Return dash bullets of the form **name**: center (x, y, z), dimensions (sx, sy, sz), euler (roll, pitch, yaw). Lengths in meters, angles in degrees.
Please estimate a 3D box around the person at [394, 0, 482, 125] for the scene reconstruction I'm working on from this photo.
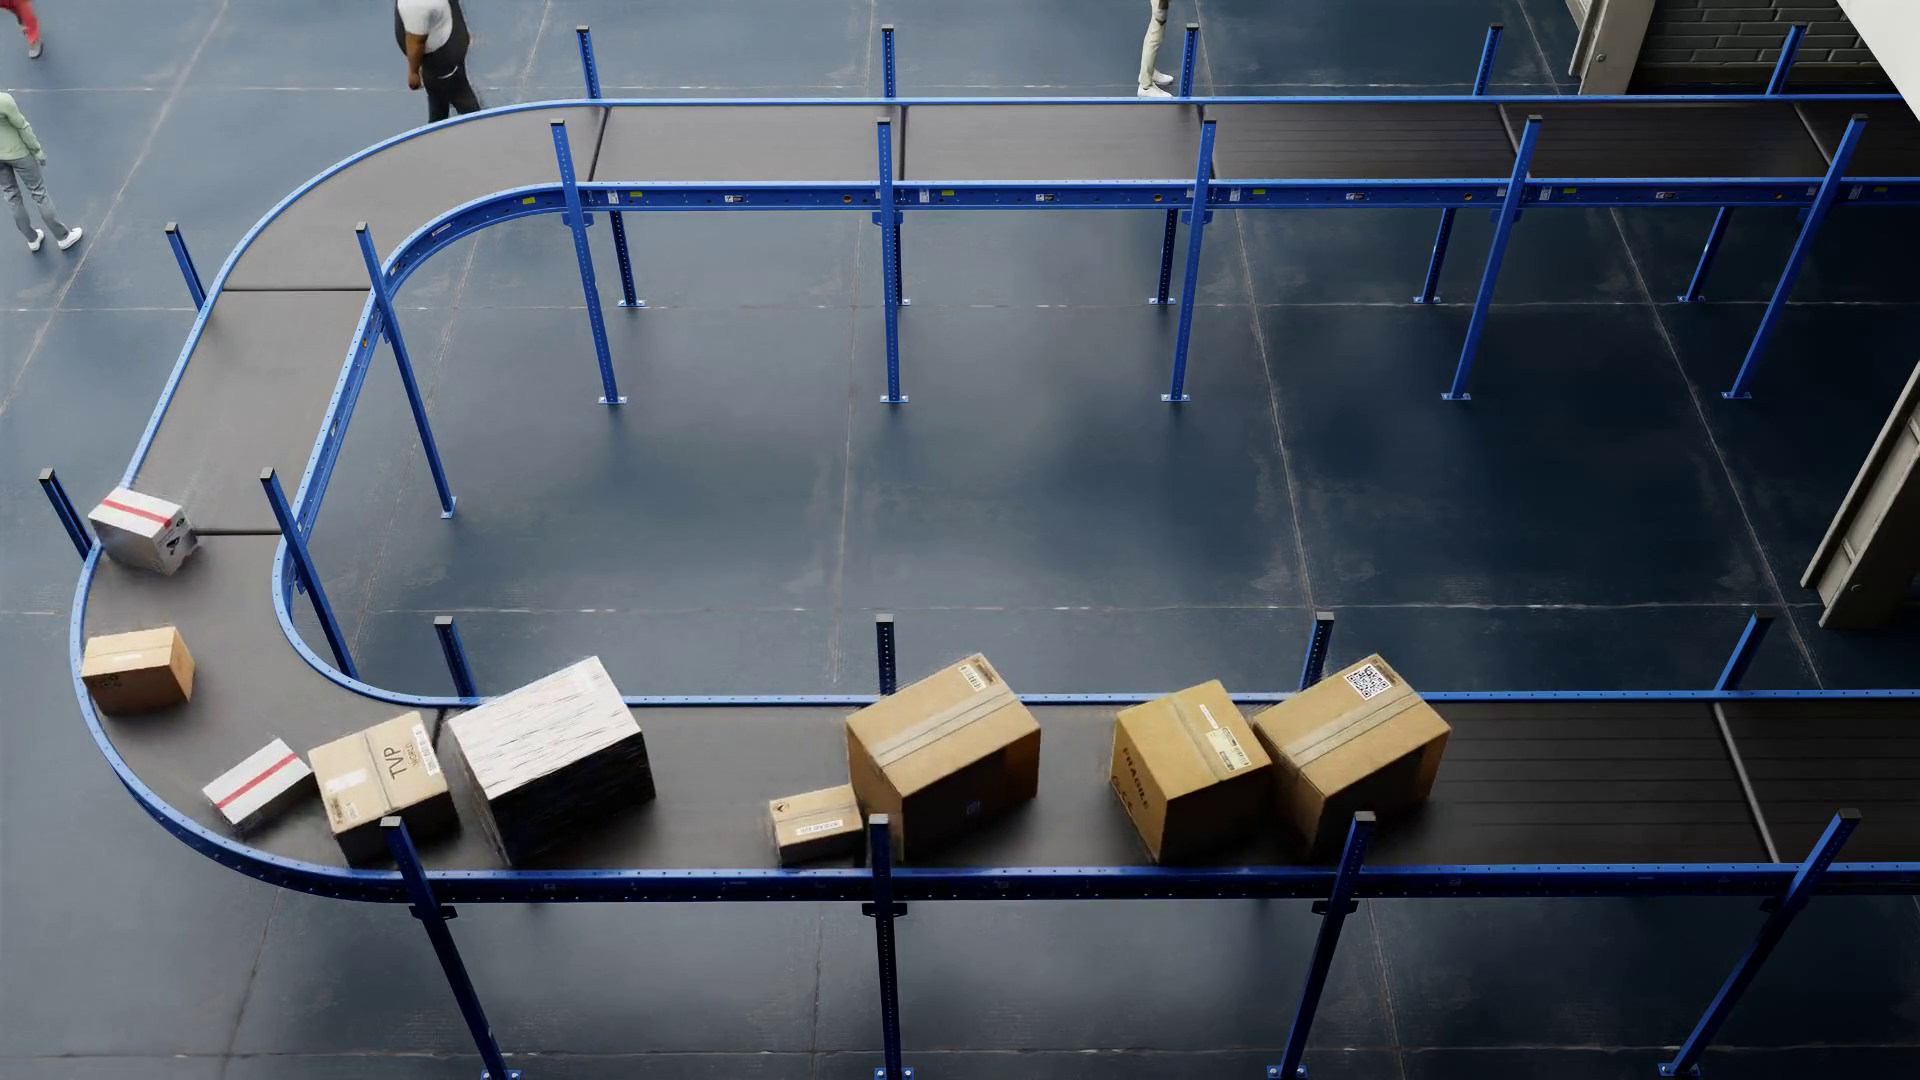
- **person**: center (-4.214, -3.867, 13.522), dimensions (0.871, 2.000, 0.705), euler (-2, 47, -2)

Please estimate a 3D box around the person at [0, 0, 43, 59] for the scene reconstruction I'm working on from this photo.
- **person**: center (-8.295, -5.036, 14.785), dimensions (0.528, 1.748, 0.465), euler (-5, 47, -5)

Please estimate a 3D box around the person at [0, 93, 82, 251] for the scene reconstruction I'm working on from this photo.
- **person**: center (-7.108, -2.887, 12.852), dimensions (0.498, 1.633, 0.278), euler (-1, 47, 0)

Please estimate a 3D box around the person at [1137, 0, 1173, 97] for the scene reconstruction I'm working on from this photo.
- **person**: center (1.692, -4.543, 14.248), dimensions (0.313, 1.865, 0.514), euler (4, 47, 4)
